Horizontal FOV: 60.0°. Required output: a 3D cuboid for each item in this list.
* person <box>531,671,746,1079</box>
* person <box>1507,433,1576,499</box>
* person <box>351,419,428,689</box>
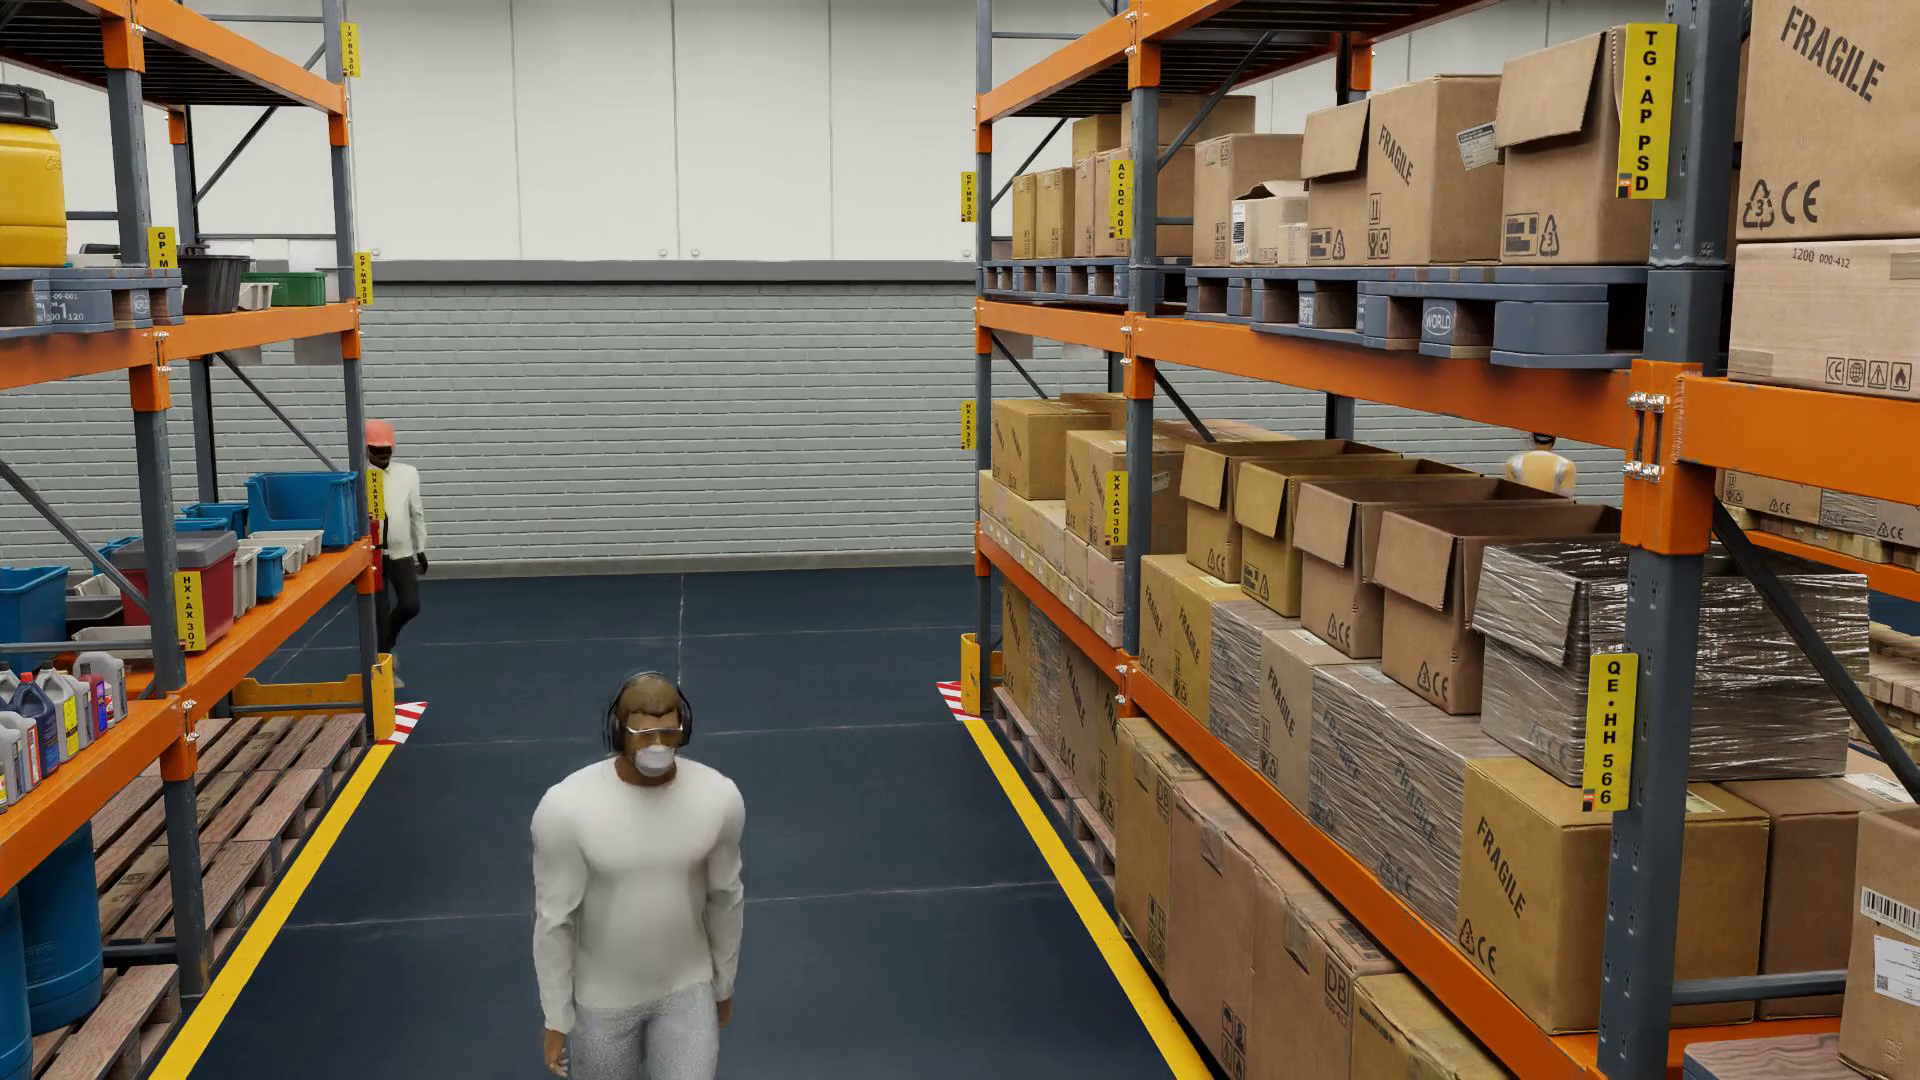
[{"bbox_3d":[-0.947,1.297,4.908,0.641,1.918,0.832,-4,10,-24],"label":"person"},{"bbox_3d":[4.693,-0.093,13.518,0.539,1.901,0.940,4,10,23],"label":"person"},{"bbox_3d":[-4.237,0.085,12.176,0.632,1.972,0.570,-9,13,-42],"label":"person"}]
